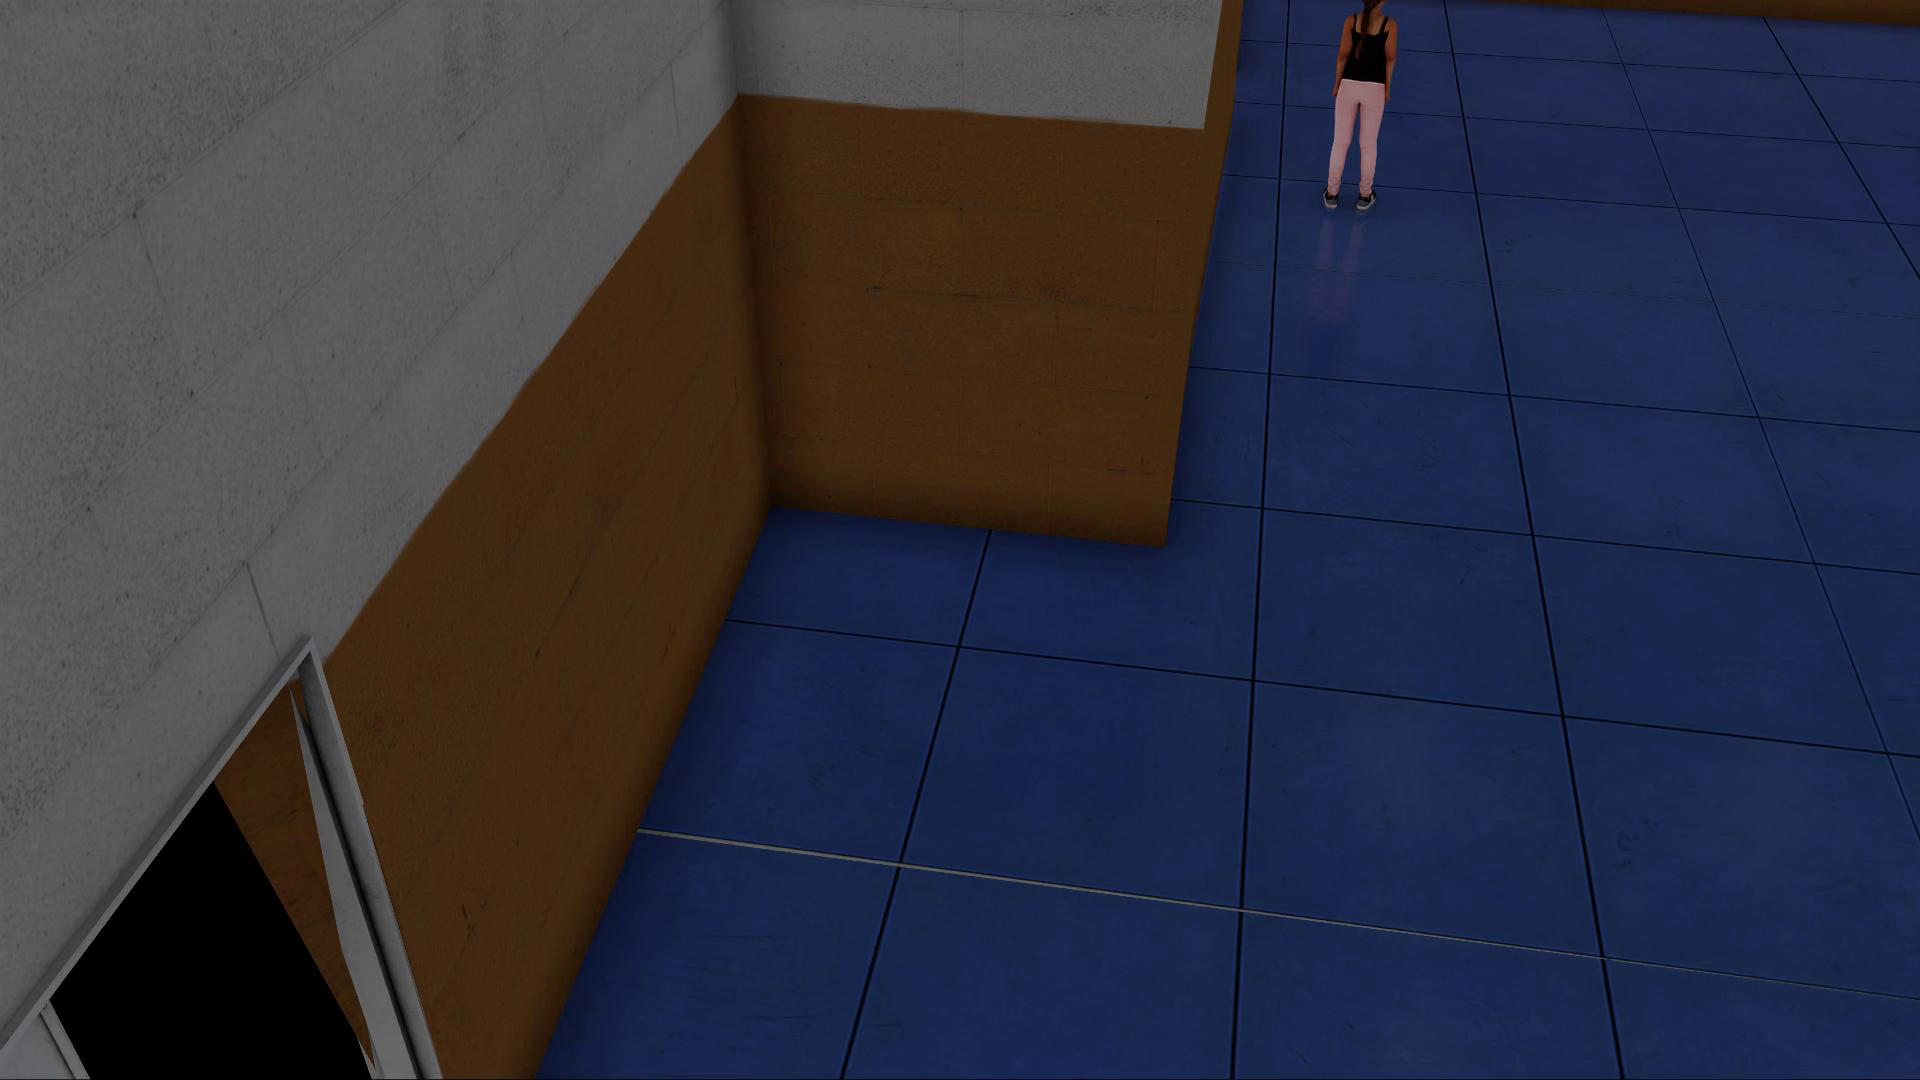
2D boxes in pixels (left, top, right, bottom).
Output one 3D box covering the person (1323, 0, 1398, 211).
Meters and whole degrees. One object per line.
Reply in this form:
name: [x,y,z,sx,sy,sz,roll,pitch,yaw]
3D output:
person: [2.617,-2.920,10.838,0.466,1.564,0.613,10,38,13]
